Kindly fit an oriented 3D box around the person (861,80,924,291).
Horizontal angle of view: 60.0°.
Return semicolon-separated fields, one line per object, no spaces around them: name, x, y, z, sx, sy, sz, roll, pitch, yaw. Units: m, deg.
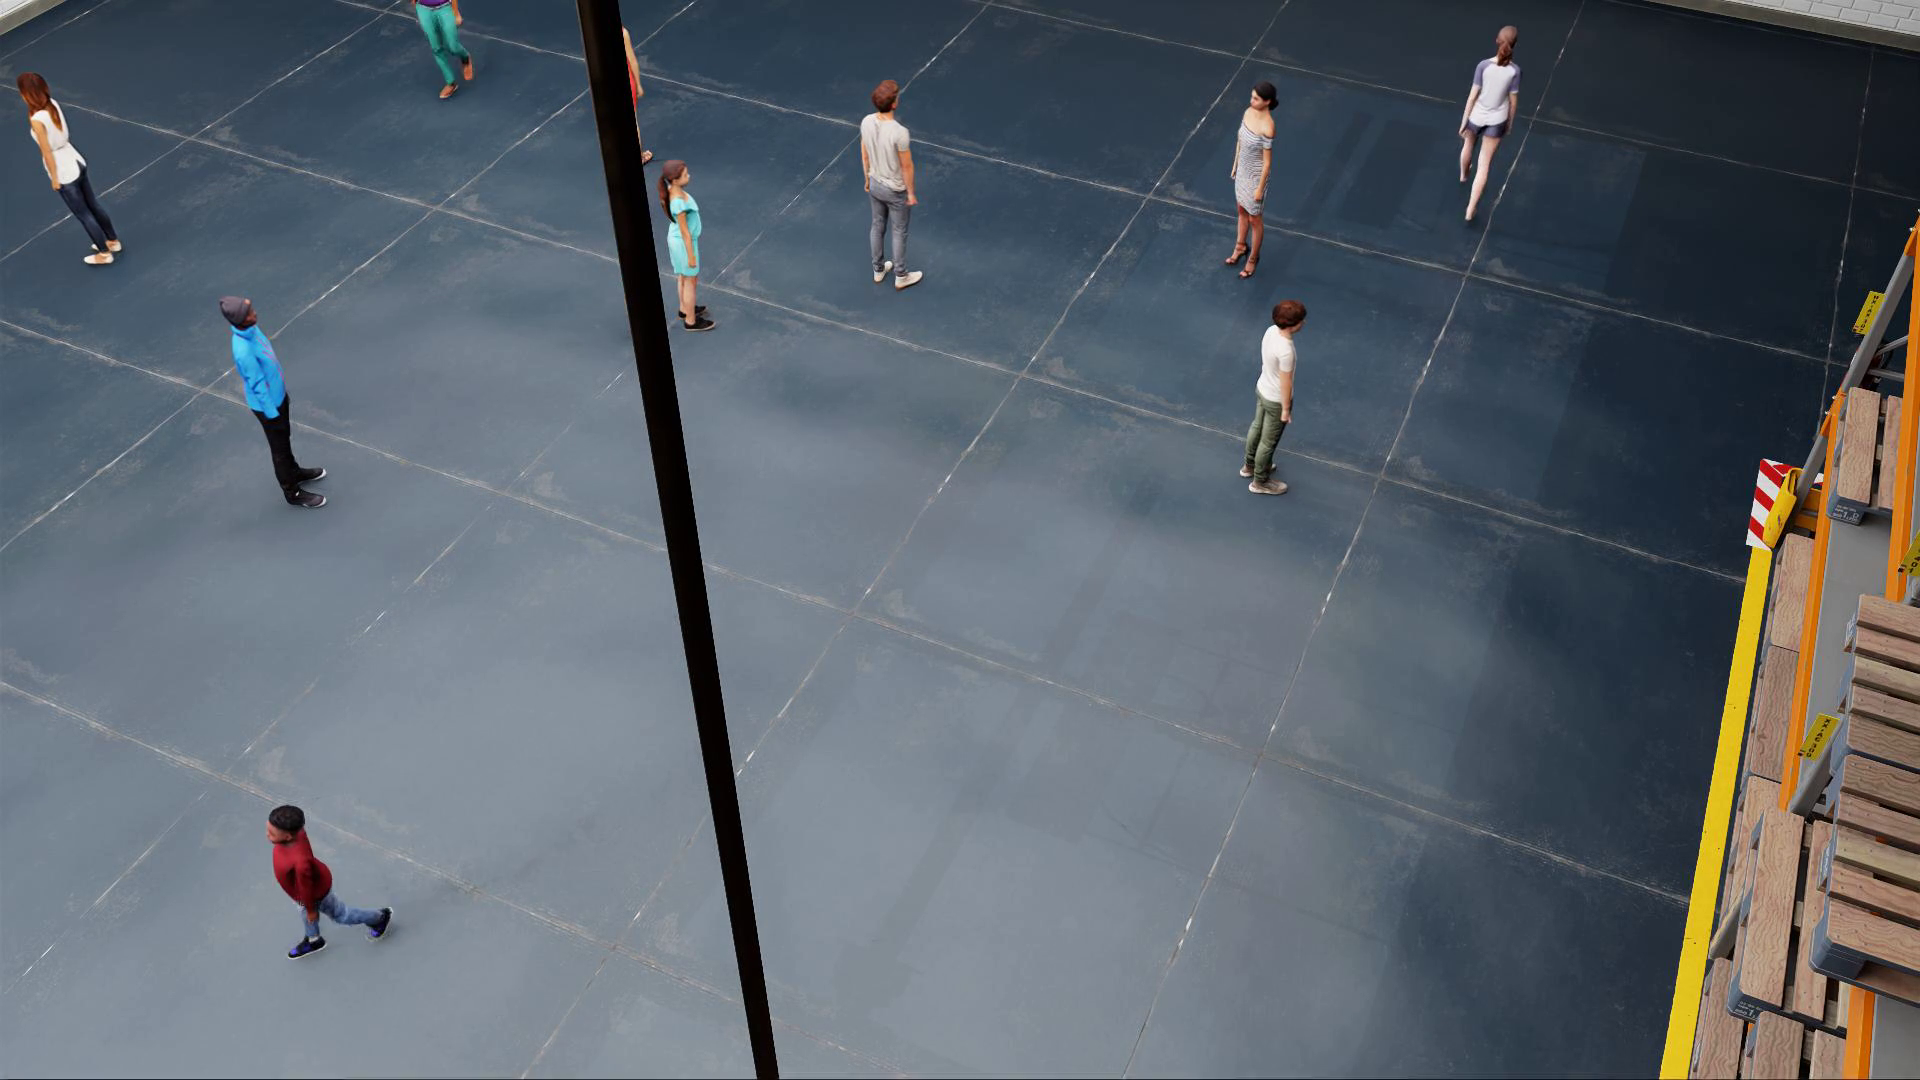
person;-0.604;-2.986;14.012;0.697;1.898;0.616;26;49;25

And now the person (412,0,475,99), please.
person;-5.173;-5.307;16.550;0.760;1.757;0.861;5;44;6

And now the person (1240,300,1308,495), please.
person;2.298;-1.060;12.167;0.727;1.654;0.637;-7;44;-7

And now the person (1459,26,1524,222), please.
person;4.703;-3.686;14.882;0.639;1.712;1.155;15;46;15

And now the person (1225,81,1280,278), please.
person;2.502;-3.073;14.158;0.729;1.822;0.680;-16;46;-17

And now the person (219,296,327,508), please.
person;-5.007;-1.011;12.015;0.753;1.793;0.681;-11;45;-12

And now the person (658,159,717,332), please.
person;-2.272;-2.442;13.687;0.691;1.558;0.633;-15;46;-15

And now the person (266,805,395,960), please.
person;-3.583;1.911;9.349;0.911;1.240;0.772;-23;48;-23

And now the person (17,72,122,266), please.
person;-7.655;-3.186;14.305;0.714;1.784;0.606;-3;44;-3
